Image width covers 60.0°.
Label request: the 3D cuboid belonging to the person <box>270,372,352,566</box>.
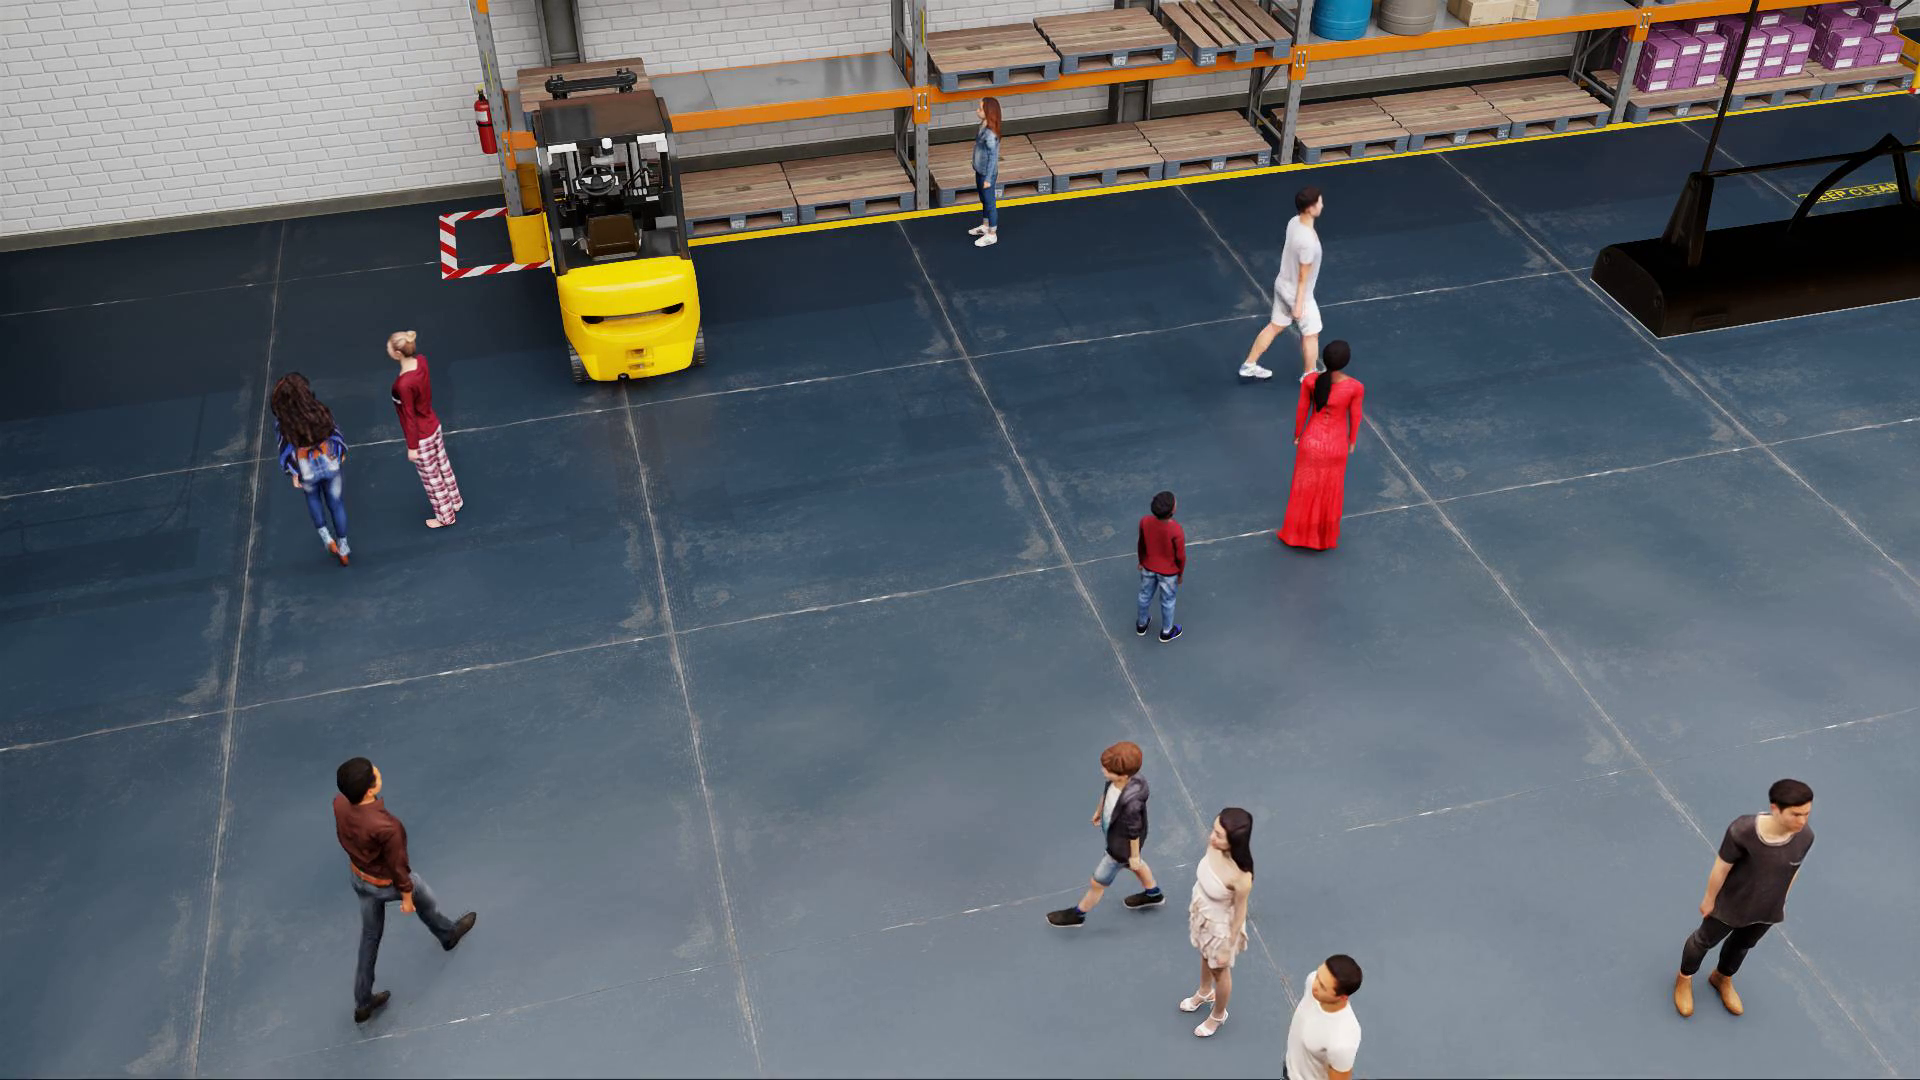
[{"bbox_3d":[-4.638,-0.477,12.061,0.583,1.618,0.715,-15,41,-19],"label":"person"}]

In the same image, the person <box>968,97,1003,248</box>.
[{"bbox_3d":[0.262,-3.568,16.043,0.497,1.477,0.563,-8,39,-10],"label":"person"}]

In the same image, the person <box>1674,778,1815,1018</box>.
[{"bbox_3d":[4.252,1.913,8.987,0.579,1.719,0.734,0,39,0],"label":"person"}]

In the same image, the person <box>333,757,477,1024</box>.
[{"bbox_3d":[-3.190,1.894,8.994,1.148,1.740,1.179,18,42,21],"label":"person"}]

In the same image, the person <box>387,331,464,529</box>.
[{"bbox_3d":[-4.022,-0.835,12.446,0.606,1.697,0.672,2,39,2],"label":"person"}]

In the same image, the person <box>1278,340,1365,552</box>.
[{"bbox_3d":[2.655,-0.682,12.192,0.711,1.784,0.796,11,40,14],"label":"person"}]

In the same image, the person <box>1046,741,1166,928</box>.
[{"bbox_3d":[0.979,1.688,9.514,0.981,1.413,0.625,-5,39,-6],"label":"person"}]

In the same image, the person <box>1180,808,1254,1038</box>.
[{"bbox_3d":[1.380,2.031,8.827,0.525,1.735,0.575,-10,40,-13],"label":"person"}]

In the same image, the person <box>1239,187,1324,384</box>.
[{"bbox_3d":[2.720,-2.093,13.916,1.092,1.827,0.767,-5,39,-6],"label":"person"}]

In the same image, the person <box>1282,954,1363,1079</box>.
[{"bbox_3d":[1.813,2.596,8.082,1.010,1.790,0.734,-4,39,-6],"label":"person"}]

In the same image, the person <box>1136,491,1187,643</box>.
[{"bbox_3d":[1.391,0.175,11.534,0.588,1.256,0.645,21,43,24],"label":"person"}]
